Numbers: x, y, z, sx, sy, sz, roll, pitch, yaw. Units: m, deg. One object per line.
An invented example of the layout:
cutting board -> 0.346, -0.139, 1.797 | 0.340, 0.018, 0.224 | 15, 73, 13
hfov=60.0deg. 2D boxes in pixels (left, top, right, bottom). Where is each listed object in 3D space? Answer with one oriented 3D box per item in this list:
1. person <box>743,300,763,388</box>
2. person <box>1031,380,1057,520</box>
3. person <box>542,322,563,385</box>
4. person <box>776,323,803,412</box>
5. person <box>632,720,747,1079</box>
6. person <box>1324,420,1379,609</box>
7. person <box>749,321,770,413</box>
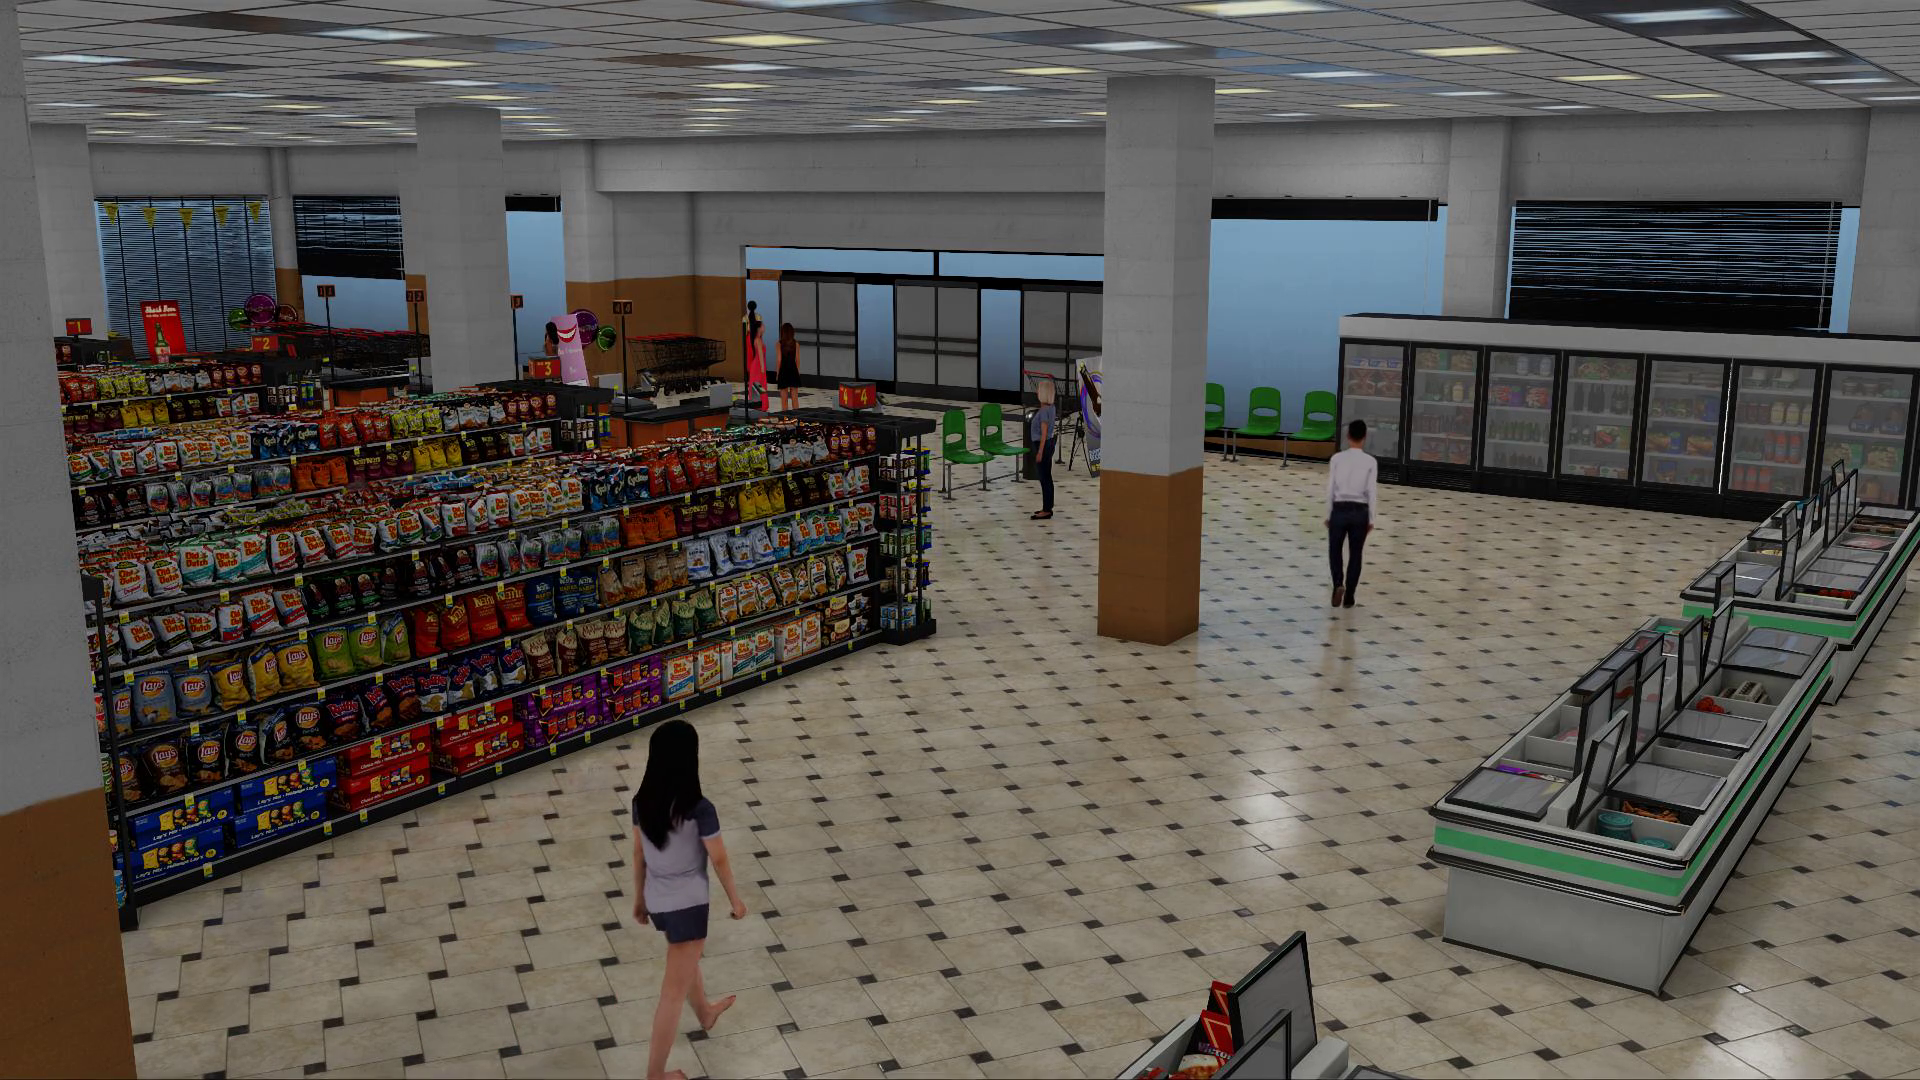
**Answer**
person -> -4.294, -4.076, 34.541 | 0.632, 1.793, 0.736 | -5, 13, -23
person -> 1.060, -1.130, 20.722 | 0.714, 1.722, 0.569 | 3, 12, 13
person -> -7.539, -3.217, 30.819 | 0.784, 1.645, 0.641 | 2, 12, 7
person -> -2.918, -2.765, 28.215 | 0.631, 1.834, 0.729 | -5, 13, -22
person -> -1.326, 1.685, 7.497 | 0.637, 1.663, 1.004 | 8, 14, 33
person -> 3.762, -0.222, 16.092 | 0.777, 1.853, 0.924 | 4, 12, 17
person -> -3.638, -3.104, 30.086 | 0.750, 1.726, 0.716 | -4, 13, -19
